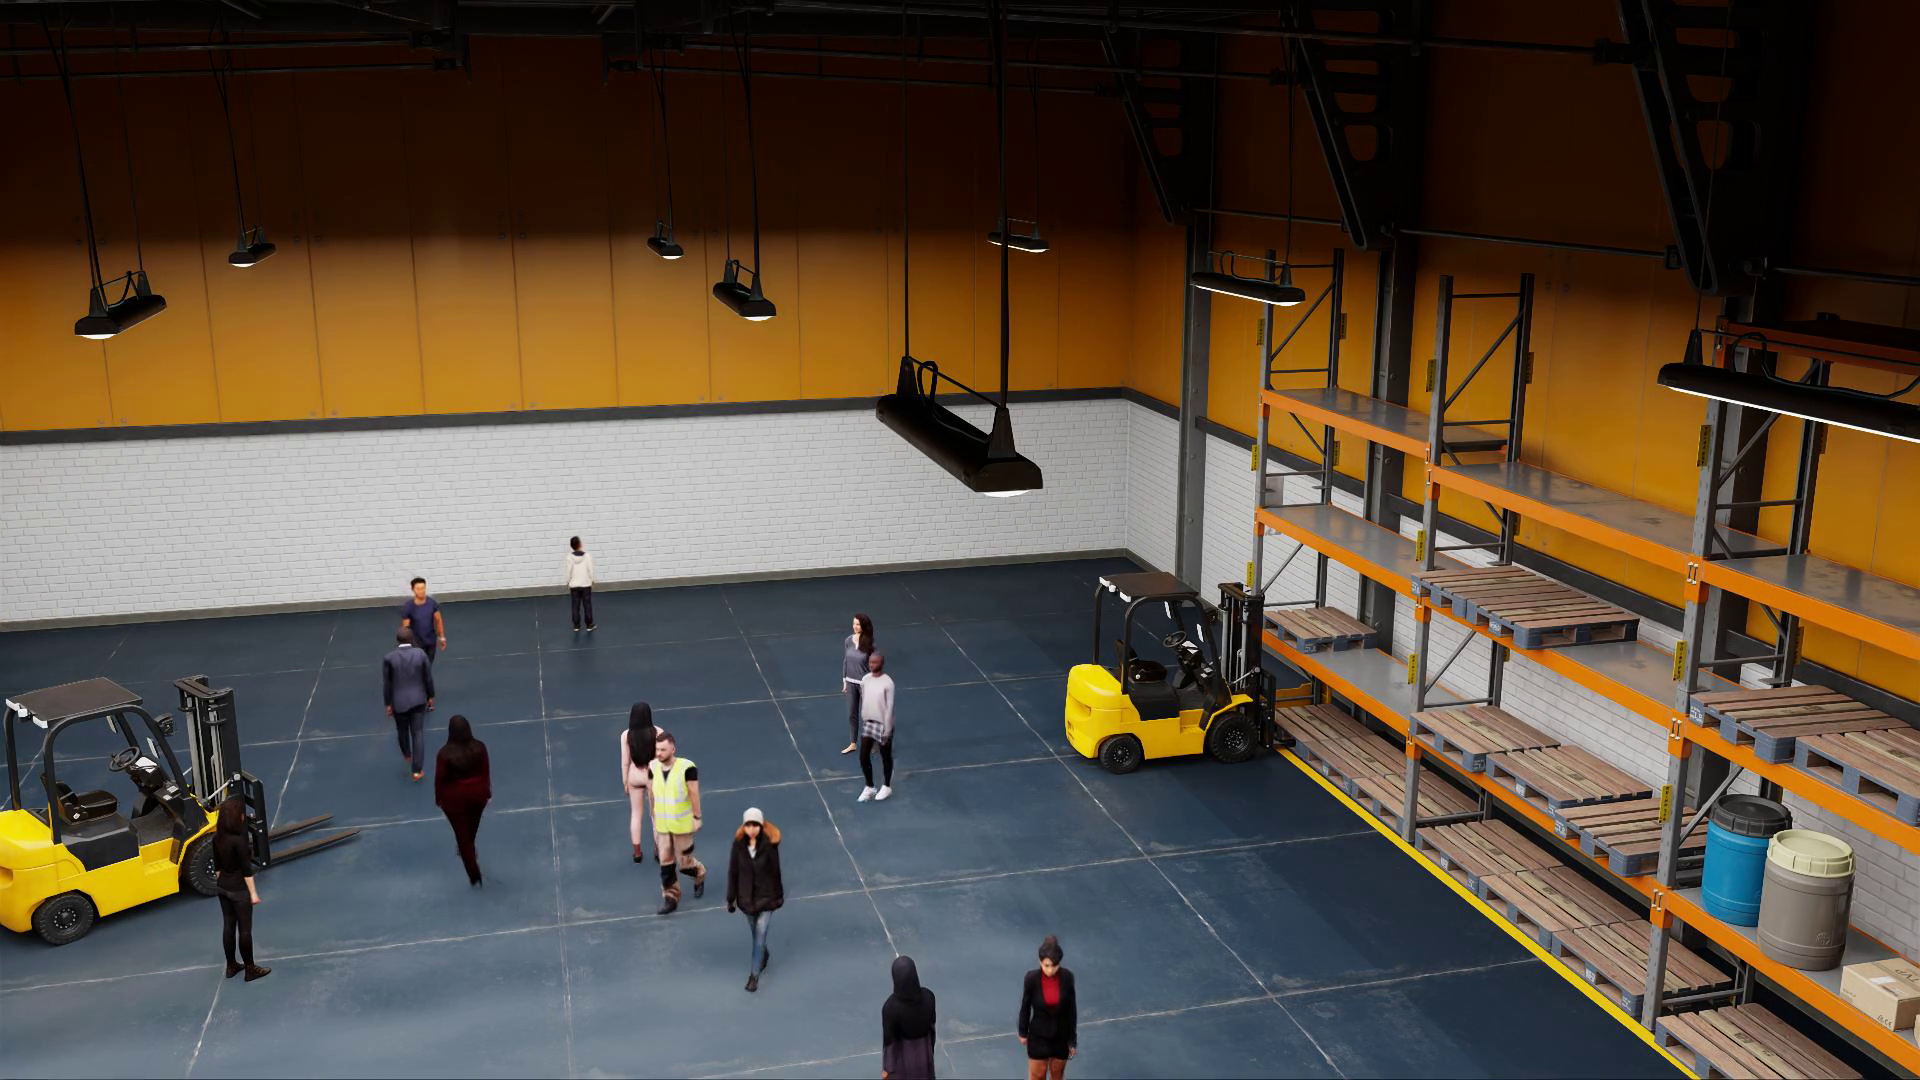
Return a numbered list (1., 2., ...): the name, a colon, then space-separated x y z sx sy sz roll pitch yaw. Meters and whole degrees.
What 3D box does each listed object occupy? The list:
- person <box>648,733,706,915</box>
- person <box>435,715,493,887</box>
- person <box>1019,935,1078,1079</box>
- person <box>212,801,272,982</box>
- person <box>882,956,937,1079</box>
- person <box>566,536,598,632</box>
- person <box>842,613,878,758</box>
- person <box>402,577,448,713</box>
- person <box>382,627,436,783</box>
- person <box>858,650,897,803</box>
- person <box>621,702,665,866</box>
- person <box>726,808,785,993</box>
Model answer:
1. person: -2.723 2.698 16.077 0.927 1.829 1.005 4 14 16
2. person: -4.899 2.635 16.589 0.955 1.712 1.169 -11 17 -38
3. person: 0.666 3.692 12.418 0.608 1.621 0.649 -1 14 -5
4. person: -6.445 3.113 14.768 0.655 1.639 0.701 7 15 26
5. person: -0.372 3.772 12.100 0.667 1.615 0.664 -8 16 -28
6. person: -5.772 0.662 25.287 0.631 1.452 0.601 1 14 3
7. person: -1.207 1.739 20.169 0.689 1.768 0.727 6 15 24
8. person: -7.079 1.331 21.872 0.886 1.760 1.077 -11 17 -38
9. person: -6.400 1.937 19.322 0.697 1.782 1.112 -4 14 -15
10. person: -0.862 2.078 18.792 0.793 1.758 0.853 7 15 27
11. person: -3.243 2.493 17.159 0.635 1.720 0.565 -2 14 -6
12. person: -1.798 3.136 14.774 0.894 1.592 1.136 2 14 7
